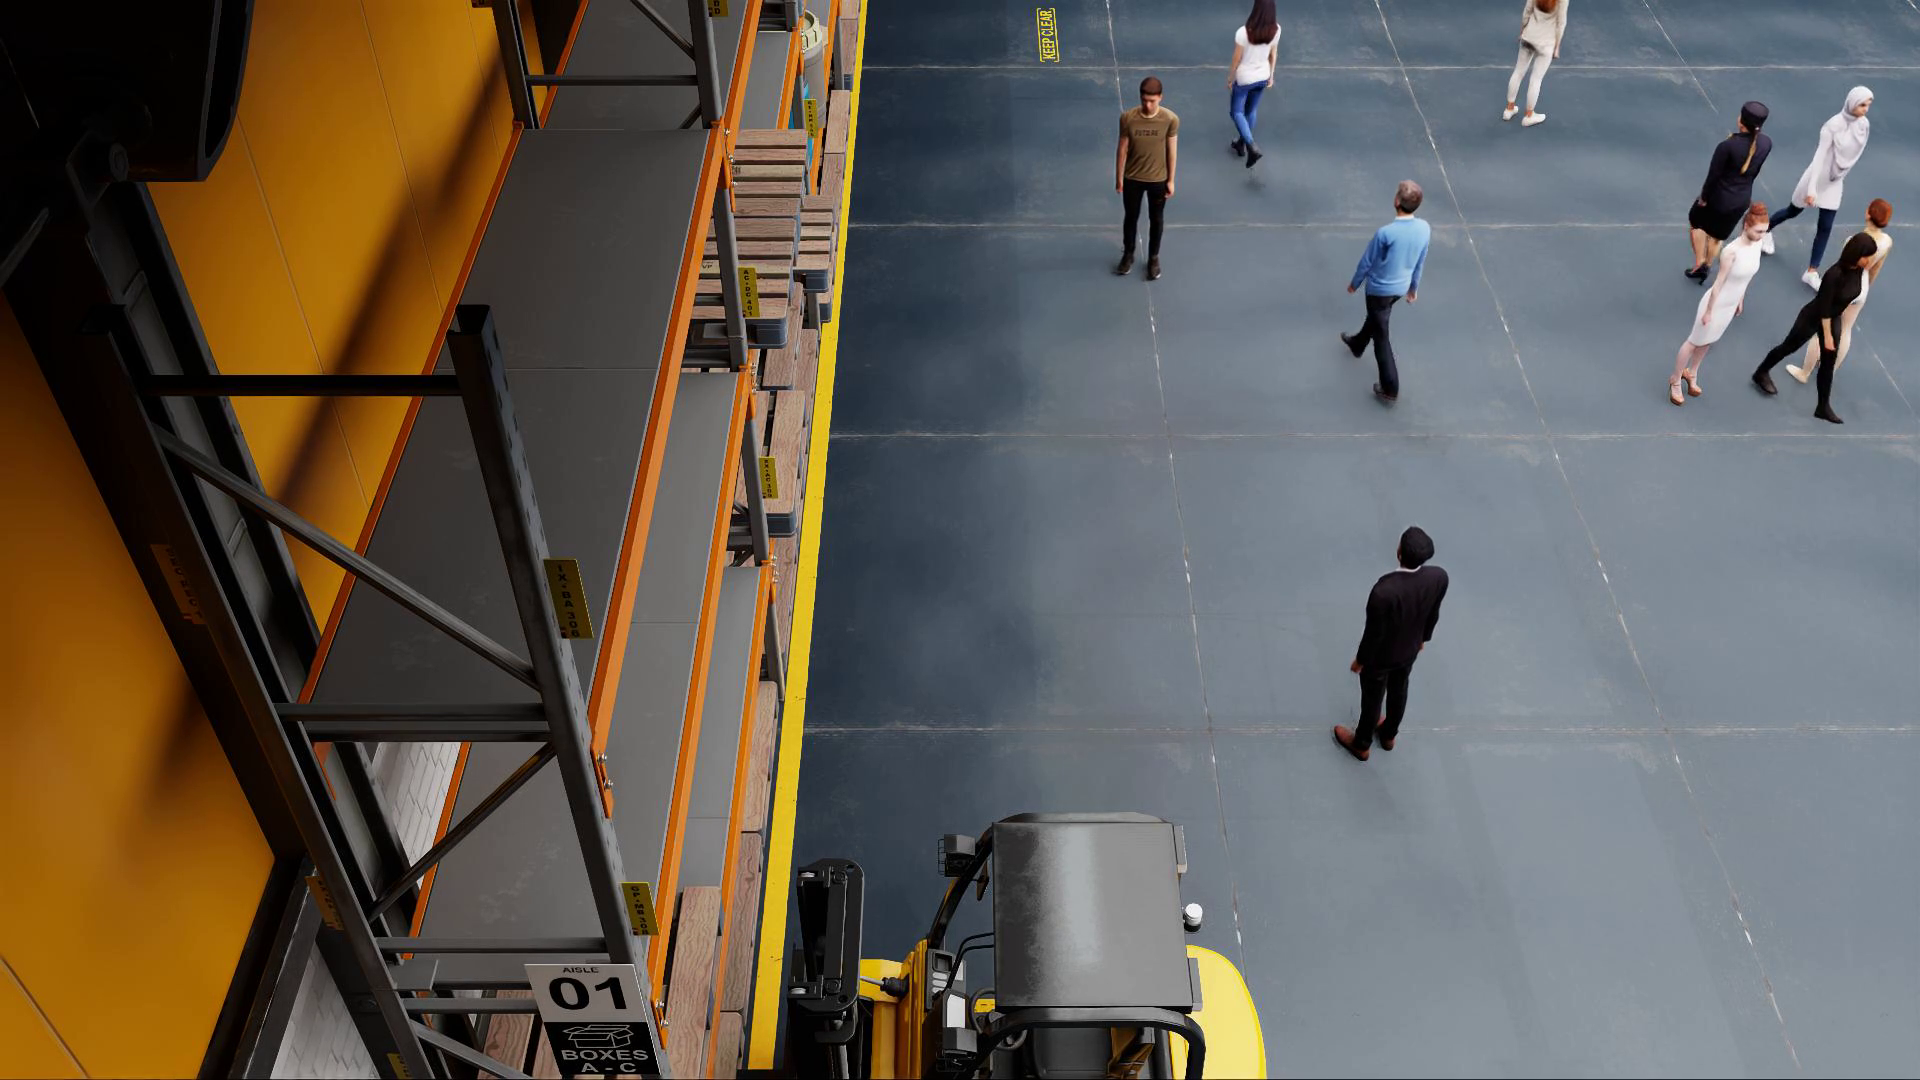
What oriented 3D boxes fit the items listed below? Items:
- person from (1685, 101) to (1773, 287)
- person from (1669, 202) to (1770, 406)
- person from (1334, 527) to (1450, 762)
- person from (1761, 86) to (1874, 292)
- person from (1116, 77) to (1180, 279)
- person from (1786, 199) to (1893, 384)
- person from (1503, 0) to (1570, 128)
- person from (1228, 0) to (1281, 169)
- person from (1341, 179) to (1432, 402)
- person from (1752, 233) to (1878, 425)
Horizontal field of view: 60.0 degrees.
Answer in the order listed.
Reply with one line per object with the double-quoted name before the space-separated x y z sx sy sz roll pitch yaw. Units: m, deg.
"person" 6.493 -2.847 14.027 0.767 1.660 0.732 -10 44 -10
"person" 5.868 -1.821 12.848 0.635 1.799 0.641 -21 48 -21
"person" 2.654 0.651 10.193 0.769 1.883 0.711 -16 46 -16
"person" 7.298 -3.079 14.214 0.733 1.736 1.169 -7 44 -7
"person" 1.588 -3.104 14.159 0.687 1.849 0.605 5 44 5
"person" 6.978 -1.949 13.096 0.584 1.644 0.513 -6 44 -7
"person" 5.593 -4.834 16.077 0.745 1.709 0.673 -32 52 -29
"person" 2.735 -4.220 15.462 0.797 1.669 1.016 -13 45 -14
"person" 3.371 -1.920 12.971 0.993 1.775 1.264 -18 46 -18
"person" 6.580 -1.720 12.890 0.853 1.596 1.106 -19 47 -19
